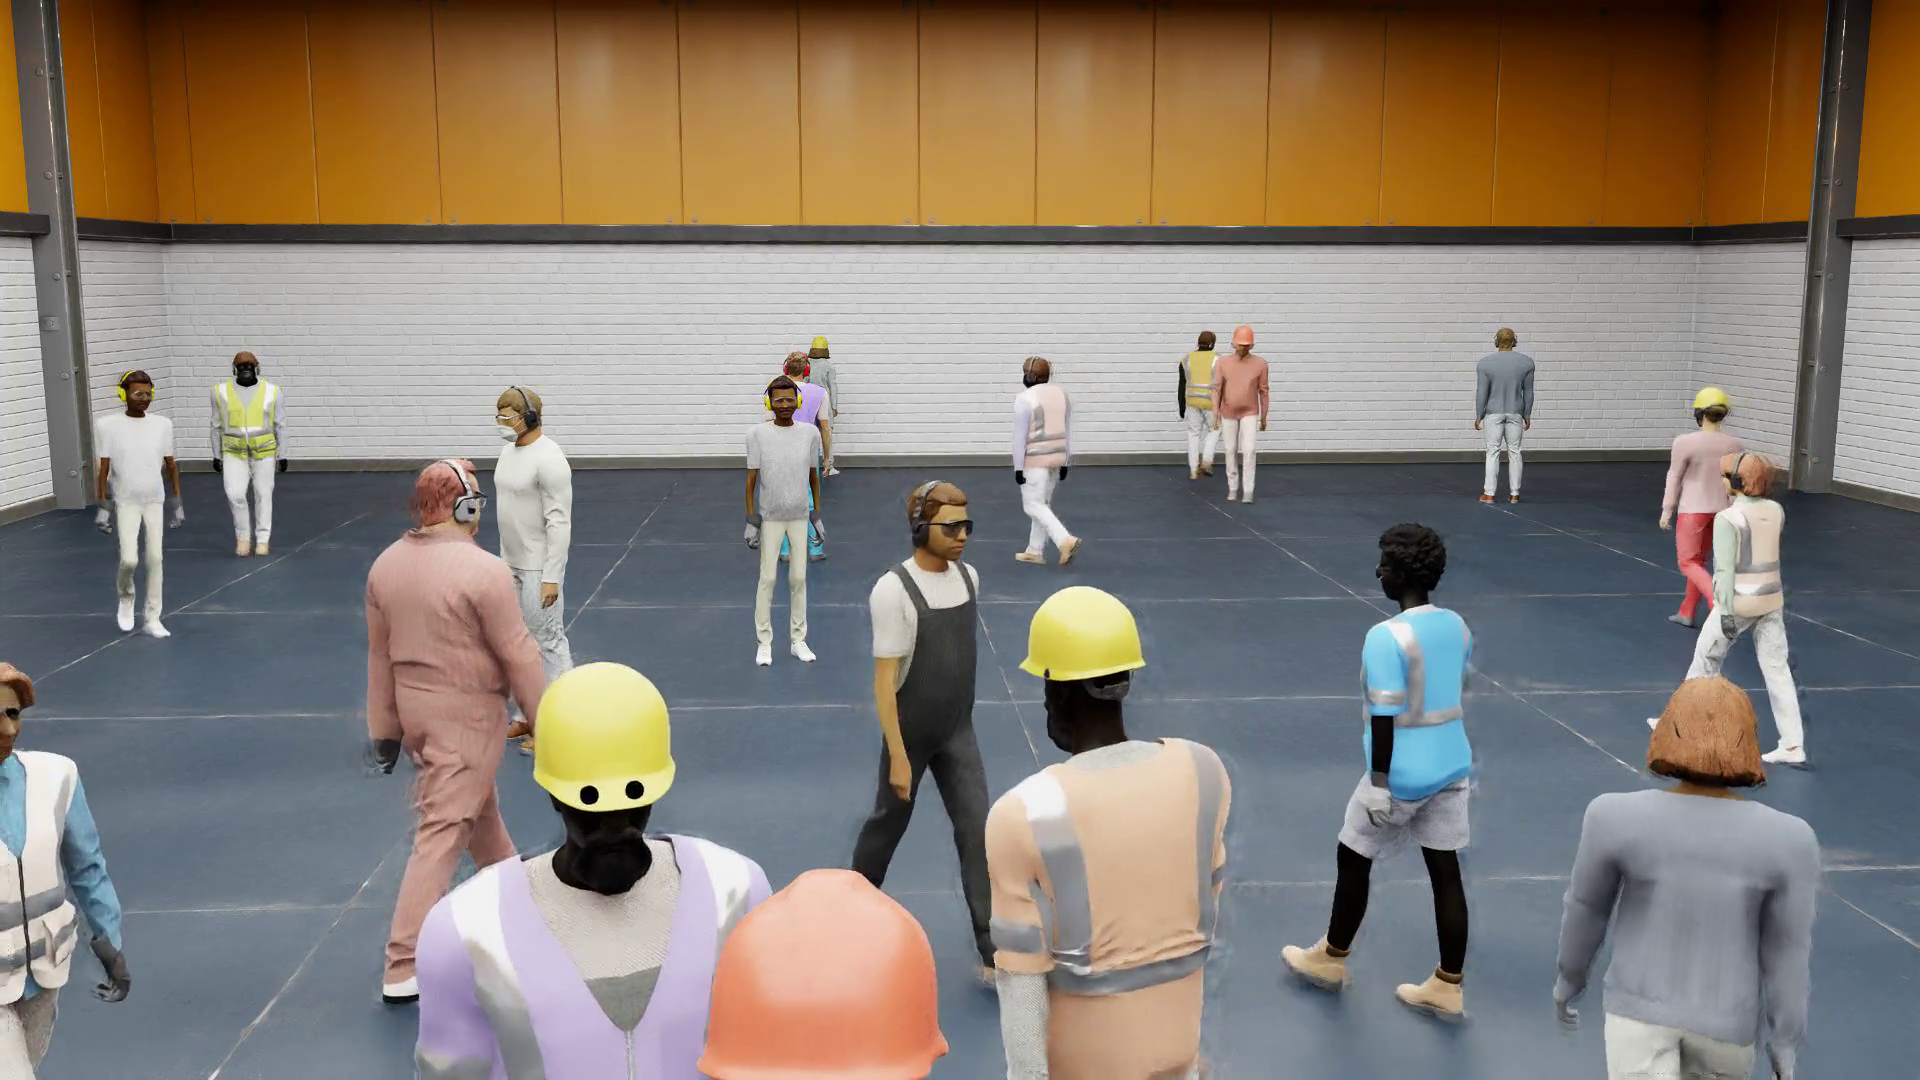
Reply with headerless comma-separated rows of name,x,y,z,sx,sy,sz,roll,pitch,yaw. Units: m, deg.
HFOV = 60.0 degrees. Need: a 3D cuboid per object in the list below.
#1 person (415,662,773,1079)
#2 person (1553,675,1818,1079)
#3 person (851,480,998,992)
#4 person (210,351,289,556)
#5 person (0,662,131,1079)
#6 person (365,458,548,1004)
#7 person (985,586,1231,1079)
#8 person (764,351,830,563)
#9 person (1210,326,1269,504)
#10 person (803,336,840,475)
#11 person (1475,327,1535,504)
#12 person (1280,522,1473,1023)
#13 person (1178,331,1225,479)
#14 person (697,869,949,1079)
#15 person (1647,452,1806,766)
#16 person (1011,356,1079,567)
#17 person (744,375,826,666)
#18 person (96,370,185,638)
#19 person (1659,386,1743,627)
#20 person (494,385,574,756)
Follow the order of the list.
person,-0.594,1.114,2.794,0.589,1.911,0.642,-4,10,-26
person,1.673,1.094,3.889,0.518,1.586,0.847,3,9,16
person,-0.114,0.679,5.872,0.526,1.798,0.960,-9,13,-44
person,-6.295,-0.754,14.756,0.659,1.826,0.536,-3,10,-19
person,-2.345,1.066,4.066,0.871,1.593,0.534,4,10,24
person,-1.739,0.638,5.942,0.646,1.854,1.001,7,11,36
person,0.320,1.028,3.441,0.602,1.878,1.001,-4,10,-26
person,-1.412,-0.712,14.438,0.567,1.844,0.377,0,9,1
person,3.055,-1.365,18.225,0.619,1.946,0.896,2,9,13
person,-1.751,-1.681,20.847,0.493,1.743,0.295,3,10,19
person,5.950,-1.357,18.215,0.627,1.934,0.370,1,9,5
person,1.446,0.764,5.690,0.556,1.667,0.753,-7,12,-39
person,2.993,-1.655,20.433,0.660,1.820,0.456,4,10,25
person,-0.121,1.277,1.684,0.542,1.931,0.366,1,9,4
person,4.053,0.343,8.607,0.518,1.592,0.854,-4,10,-25
person,0.744,-0.652,14.183,0.638,1.822,0.767,-9,13,-44
person,-1.126,-0.127,10.711,0.535,1.863,0.309,-3,10,-20
person,-5.654,-0.240,11.464,0.560,1.853,0.414,-8,12,-43
person,5.188,-0.194,11.530,0.520,1.734,0.759,-2,9,-14
person,-2.254,0.153,8.733,0.373,1.936,0.629,-8,12,-40
